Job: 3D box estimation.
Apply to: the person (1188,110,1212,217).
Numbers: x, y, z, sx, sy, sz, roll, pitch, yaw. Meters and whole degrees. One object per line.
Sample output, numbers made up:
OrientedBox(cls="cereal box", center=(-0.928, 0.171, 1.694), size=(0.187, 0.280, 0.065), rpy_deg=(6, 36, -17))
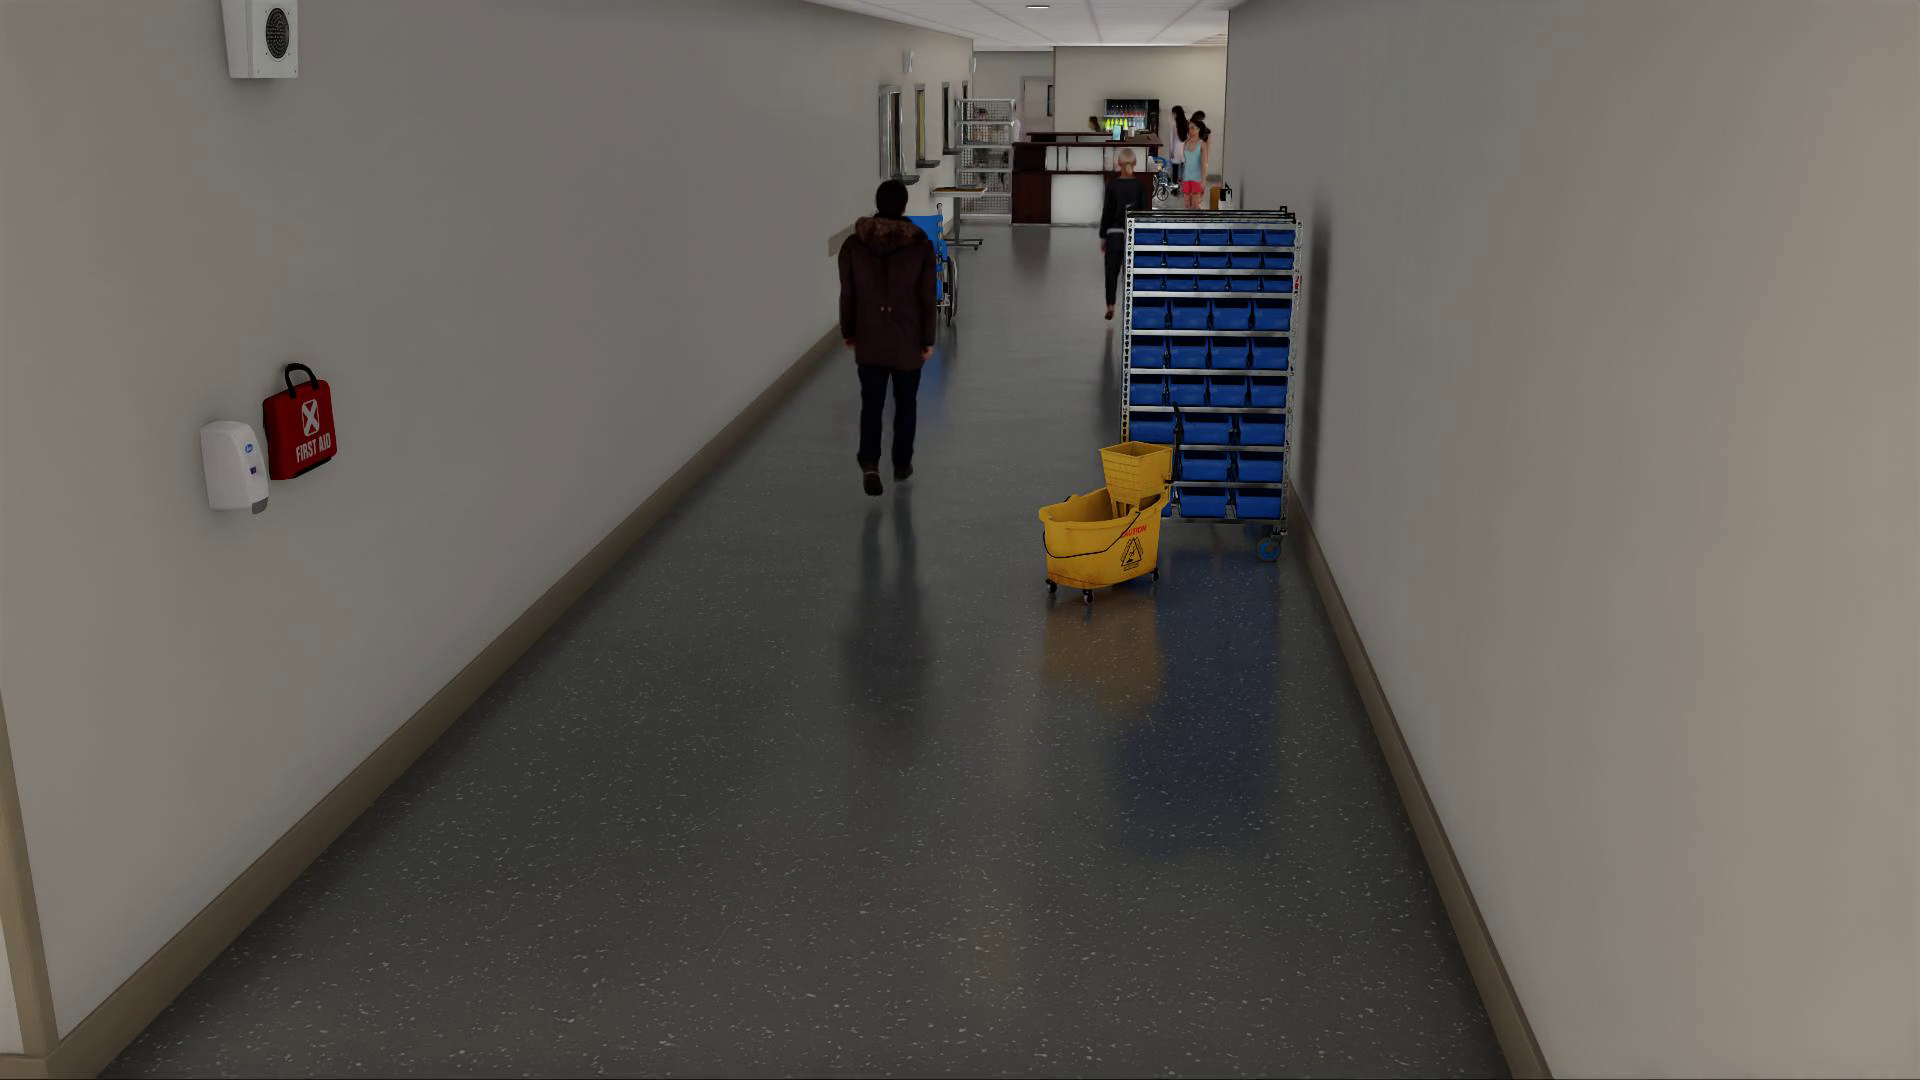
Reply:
OrientedBox(cls="person", center=(4.101, -6.443, 28.549), size=(0.631, 1.783, 0.707), rpy_deg=(-2, 16, -7))

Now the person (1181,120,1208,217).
OrientedBox(cls="person", center=(3.444, -5.183, 24.137), size=(0.905, 1.754, 0.858), rpy_deg=(-14, 21, -41))

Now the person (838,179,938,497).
OrientedBox(cls="person", center=(-0.435, -1.147, 9.706), size=(1.044, 1.816, 0.813), rpy_deg=(2, 16, 6))

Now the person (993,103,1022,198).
OrientedBox(cls="person", center=(1.095, -7.634, 32.664), size=(1.143, 1.843, 1.016), rpy_deg=(-9, 18, -29))

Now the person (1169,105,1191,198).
OrientedBox(cls="person", center=(4.365, -7.590, 32.670), size=(1.176, 1.755, 0.891), rpy_deg=(-2, 16, -6))

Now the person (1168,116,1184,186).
OrientedBox(cls="person", center=(4.573, -8.424, 35.883), size=(0.738, 1.618, 0.687), rpy_deg=(6, 17, 19))

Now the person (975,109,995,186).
OrientedBox(cls="person", center=(0.530, -8.700, 36.828), size=(0.964, 1.636, 0.795), rpy_deg=(-2, 16, -8))

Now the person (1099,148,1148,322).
OrientedBox(cls="person", center=(1.607, -2.969, 16.347), size=(0.605, 1.719, 0.730), rpy_deg=(3, 16, 12))
